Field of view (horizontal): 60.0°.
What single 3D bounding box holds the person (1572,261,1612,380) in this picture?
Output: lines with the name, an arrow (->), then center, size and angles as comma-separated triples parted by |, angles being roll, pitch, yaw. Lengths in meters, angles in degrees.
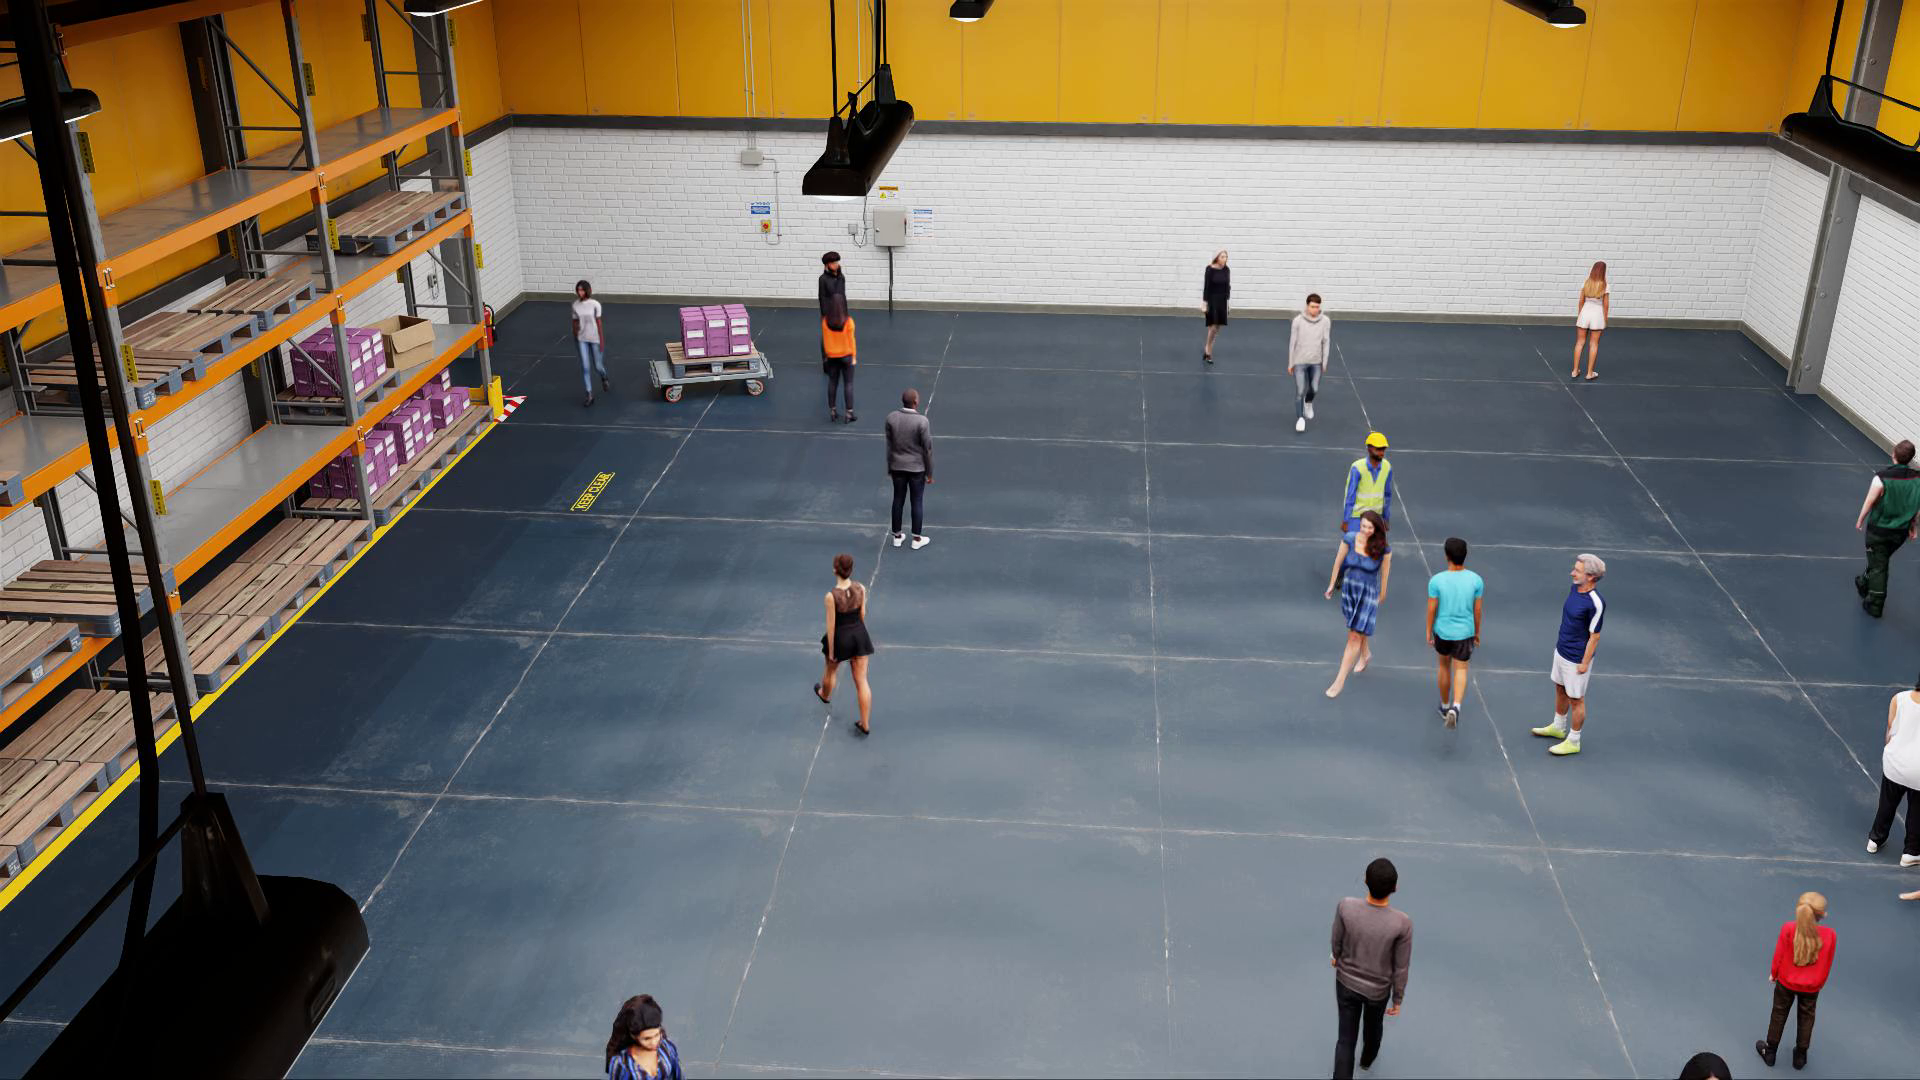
person -> 9.020, -3.153, 23.768 | 0.662, 1.697, 0.691 | 16, 28, 32

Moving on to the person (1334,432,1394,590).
person -> 4.101, -0.273, 17.044 | 0.844, 1.805, 0.918 | -7, 25, -16

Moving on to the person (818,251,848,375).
person -> -1.837, -3.298, 23.996 | 0.725, 1.780, 0.779 | -17, 29, -34

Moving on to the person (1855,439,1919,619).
person -> 9.295, -0.083, 16.604 | 0.693, 1.810, 0.960 | 1, 24, 2

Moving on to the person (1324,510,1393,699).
person -> 3.694, 0.549, 15.251 | 1.091, 1.736, 1.271 | 19, 30, 37

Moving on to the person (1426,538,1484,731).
person -> 4.320, 0.860, 14.513 | 0.717, 1.757, 0.965 | 5, 24, 11

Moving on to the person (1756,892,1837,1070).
person -> 5.370, 2.812, 10.643 | 0.532, 1.280, 0.534 | 7, 25, 15

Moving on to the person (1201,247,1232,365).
person -> 3.697, -3.444, 24.385 | 0.755, 1.737, 0.825 | -11, 26, -24

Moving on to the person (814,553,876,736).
person -> -0.939, 0.934, 14.497 | 0.975, 1.634, 1.158 | -12, 26, -26

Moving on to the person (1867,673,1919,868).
person -> 7.308, 1.688, 12.706 | 0.818, 1.688, 0.750 | -17, 29, -34

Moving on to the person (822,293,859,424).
person -> -1.592, -2.413, 22.010 | 0.682, 1.749, 0.653 | 10, 25, 21

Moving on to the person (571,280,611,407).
person -> -5.038, -2.719, 22.764 | 0.591, 1.706, 0.872 | 3, 24, 7

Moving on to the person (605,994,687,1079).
person -> -1.791, 3.208, 9.329 | 0.754, 1.607, 0.809 | -17, 29, -34

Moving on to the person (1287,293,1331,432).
person -> 4.543, -2.364, 21.789 | 0.673, 1.837, 0.852 | 1, 24, 3

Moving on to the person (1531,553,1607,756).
person -> 5.256, 0.952, 14.201 | 0.741, 1.838, 0.565 | -3, 24, -7

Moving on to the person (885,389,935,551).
person -> -0.569, -0.778, 18.188 | 0.768, 1.814, 0.674 | 8, 25, 17

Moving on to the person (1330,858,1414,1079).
person -> 2.435, 2.780, 10.162 | 0.840, 1.723, 1.192 | 6, 24, 14
